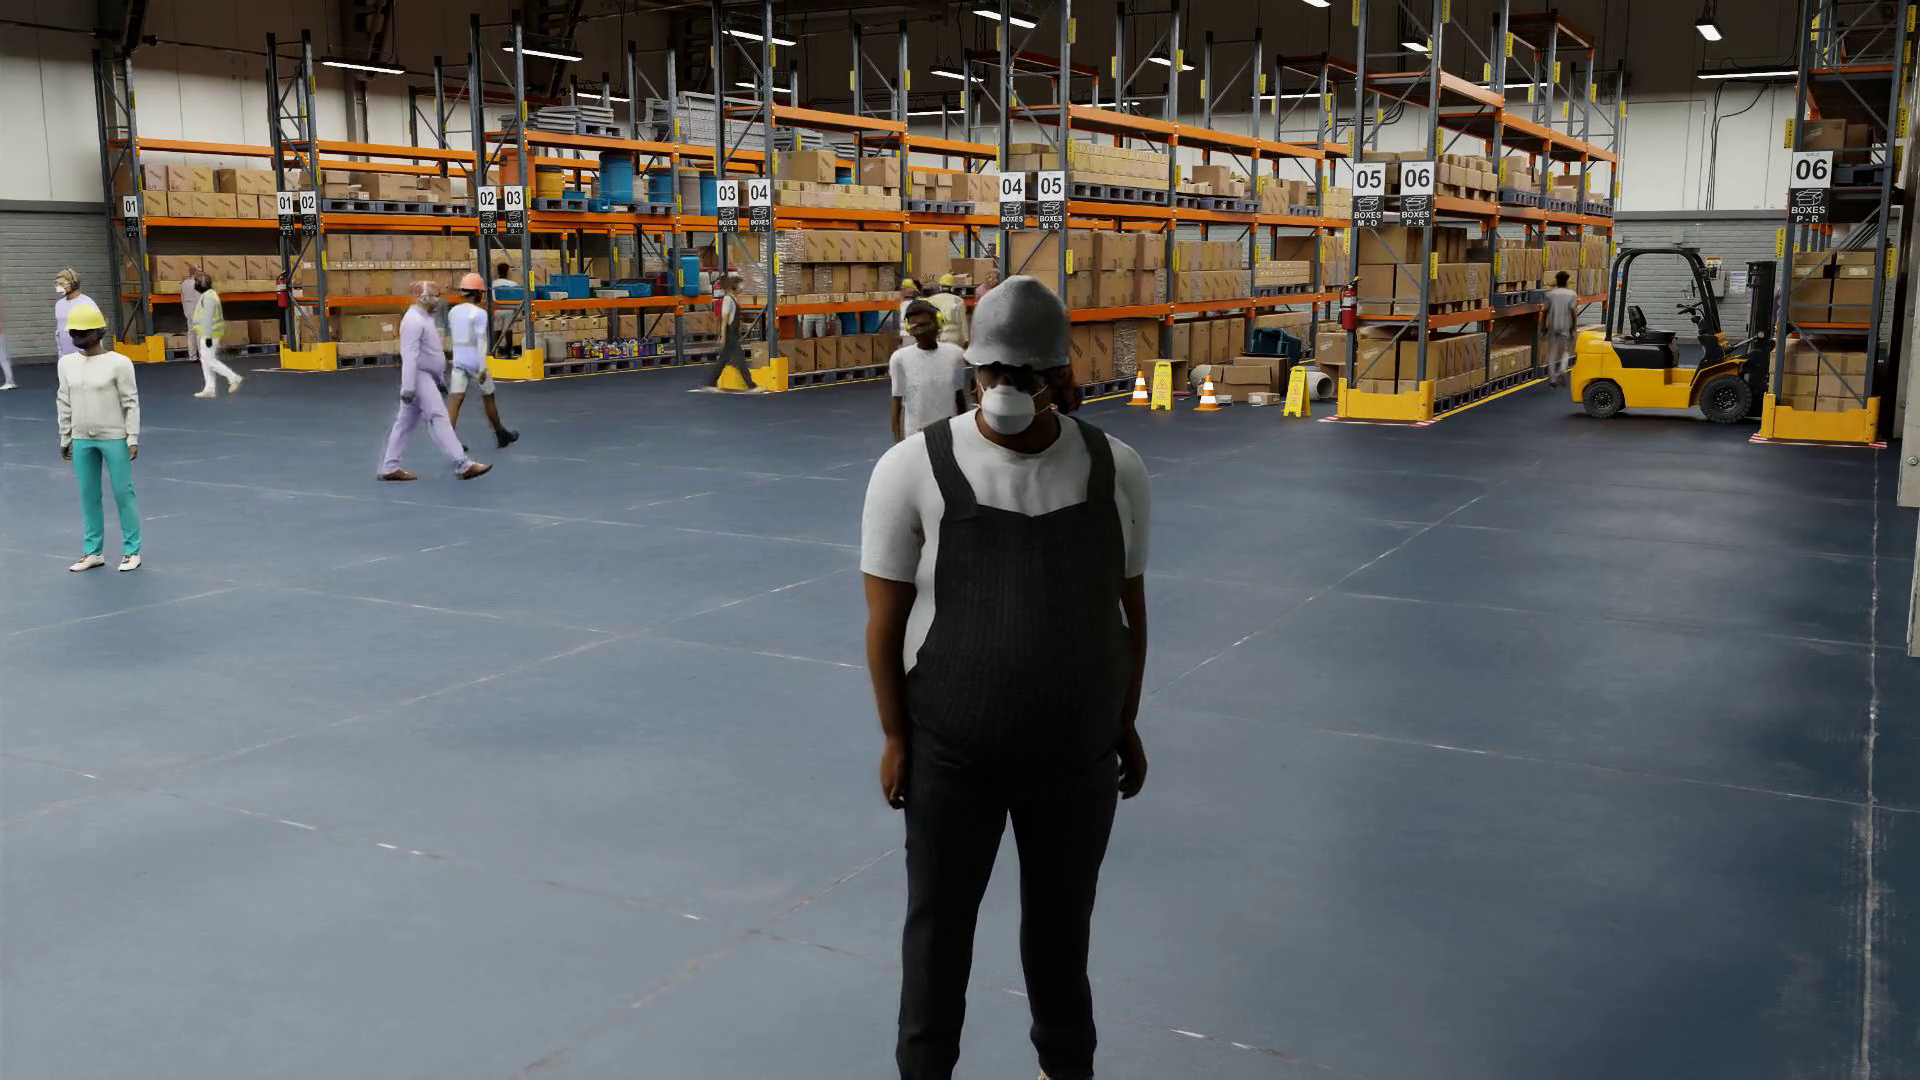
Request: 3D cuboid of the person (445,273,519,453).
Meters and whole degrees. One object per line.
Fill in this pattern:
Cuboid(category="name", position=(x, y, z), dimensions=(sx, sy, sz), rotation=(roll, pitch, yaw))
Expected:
Cuboid(category="person", position=(-5.177, -1.888, 17.739), dimensions=(0.563, 1.882, 0.990), rotation=(5, 11, 28))

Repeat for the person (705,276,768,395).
Cuboid(category="person", position=(-3.413, -3.059, 24.918), dimensions=(0.977, 1.785, 0.538), rotation=(0, 10, 1))

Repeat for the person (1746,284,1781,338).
Cuboid(category="person", position=(13.941, -3.793, 28.813), dimensions=(0.585, 1.921, 0.392), rotation=(6, 11, 29))

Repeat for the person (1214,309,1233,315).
Cuboid(category="person", position=(5.547, -4.811, 34.800), dimensions=(0.546, 1.915, 0.723), rotation=(7, 12, 34))

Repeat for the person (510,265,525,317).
Cuboid(category="person", position=(-9.788, -5.118, 36.666), dimensions=(0.573, 1.883, 0.355), rotation=(5, 11, 29))

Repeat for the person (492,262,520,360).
Cuboid(category="person", position=(-8.926, -4.453, 32.564), dimensions=(0.617, 1.954, 0.442), rotation=(-1, 10, -3))

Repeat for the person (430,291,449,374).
Cuboid(category="person", position=(-9.215, -3.702, 29.134), dimensions=(0.519, 1.632, 0.355), rotation=(-3, 10, -19))

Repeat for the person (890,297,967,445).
Cuboid(category="person", position=(-0.175, -0.582, 10.265), dimensions=(0.572, 1.826, 0.464), rotation=(-4, 10, -21))

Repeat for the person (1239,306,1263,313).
Cuboid(category="person", position=(6.365, -5.087, 36.488), dimensions=(0.511, 1.880, 0.629), rotation=(-5, 11, -28))

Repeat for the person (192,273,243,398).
Cuboid(category="person", position=(-10.942, -2.995, 24.387), dimensions=(0.572, 1.831, 0.637), rotation=(-5, 11, -25))

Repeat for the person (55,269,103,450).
Cuboid(category="person", position=(-9.361, -1.903, 17.681), dimensions=(0.631, 1.938, 0.362), rotation=(5, 11, 29))

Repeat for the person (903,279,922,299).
Cuboid(category="person", position=(-0.723, -3.591, 28.305), dimensions=(0.537, 1.679, 0.709), rotation=(6, 11, 29))

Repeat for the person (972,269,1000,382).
Cuboid(category="person", position=(0.511, -3.515, 27.357), dimensions=(0.694, 1.857, 0.790), rotation=(1, 10, 7))

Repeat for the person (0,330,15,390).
Cuboid(category="person", position=(-15.087, -3.161, 25.652), dimensions=(0.531, 1.733, 0.838), rotation=(9, 13, 42))

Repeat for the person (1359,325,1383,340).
Cuboid(category="person", position=(7.317, -3.933, 29.627), dimensions=(0.580, 1.911, 0.751), rotation=(9, 13, 41))

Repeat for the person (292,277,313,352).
Cuboid(category="person", position=(-13.672, -4.626, 34.516), dimensions=(0.498, 1.633, 0.285), rotation=(0, 10, -1))

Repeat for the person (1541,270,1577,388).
Cuboid(category="person", position=(9.402, -3.305, 26.144), dimensions=(0.532, 1.852, 0.465), rotation=(5, 11, 27))

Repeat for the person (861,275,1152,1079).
Cuboid(category="person", position=(0.139, 0.417, 3.798), dimensions=(0.683, 2.000, 0.536), rotation=(-2, 10, -13))

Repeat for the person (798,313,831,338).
Cuboid(category="person", position=(-2.577, -3.920, 29.533), dimensions=(0.625, 1.931, 0.375), rotation=(0, 10, -1))

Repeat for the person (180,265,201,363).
Cuboid(category="person", position=(-14.769, -4.372, 32.227), dimensions=(0.642, 1.909, 0.399), rotation=(6, 11, 30))

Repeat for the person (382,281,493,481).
Cuboid(category="person", position=(-4.894, -1.457, 15.341), dimensions=(1.007, 1.841, 0.648), rotation=(-3, 10, -15))

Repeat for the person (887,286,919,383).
Cuboid(category="person", position=(-0.868, -3.255, 26.550), dimensions=(0.707, 1.600, 0.545), rotation=(-6, 11, -30))

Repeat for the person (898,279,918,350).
Cuboid(category="person", position=(-0.758, -3.484, 27.612), dimensions=(0.487, 1.710, 0.809), rotation=(9, 13, 44))

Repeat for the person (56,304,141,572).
Cuboid(category="person", position=(-5.656, -0.661, 10.916), dimensions=(0.532, 1.765, 0.328), rotation=(1, 10, 3))

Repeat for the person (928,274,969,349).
Cuboid(category="person", position=(-0.163, -2.960, 24.243), dimensions=(0.629, 1.801, 0.778), rotation=(3, 10, 14))
